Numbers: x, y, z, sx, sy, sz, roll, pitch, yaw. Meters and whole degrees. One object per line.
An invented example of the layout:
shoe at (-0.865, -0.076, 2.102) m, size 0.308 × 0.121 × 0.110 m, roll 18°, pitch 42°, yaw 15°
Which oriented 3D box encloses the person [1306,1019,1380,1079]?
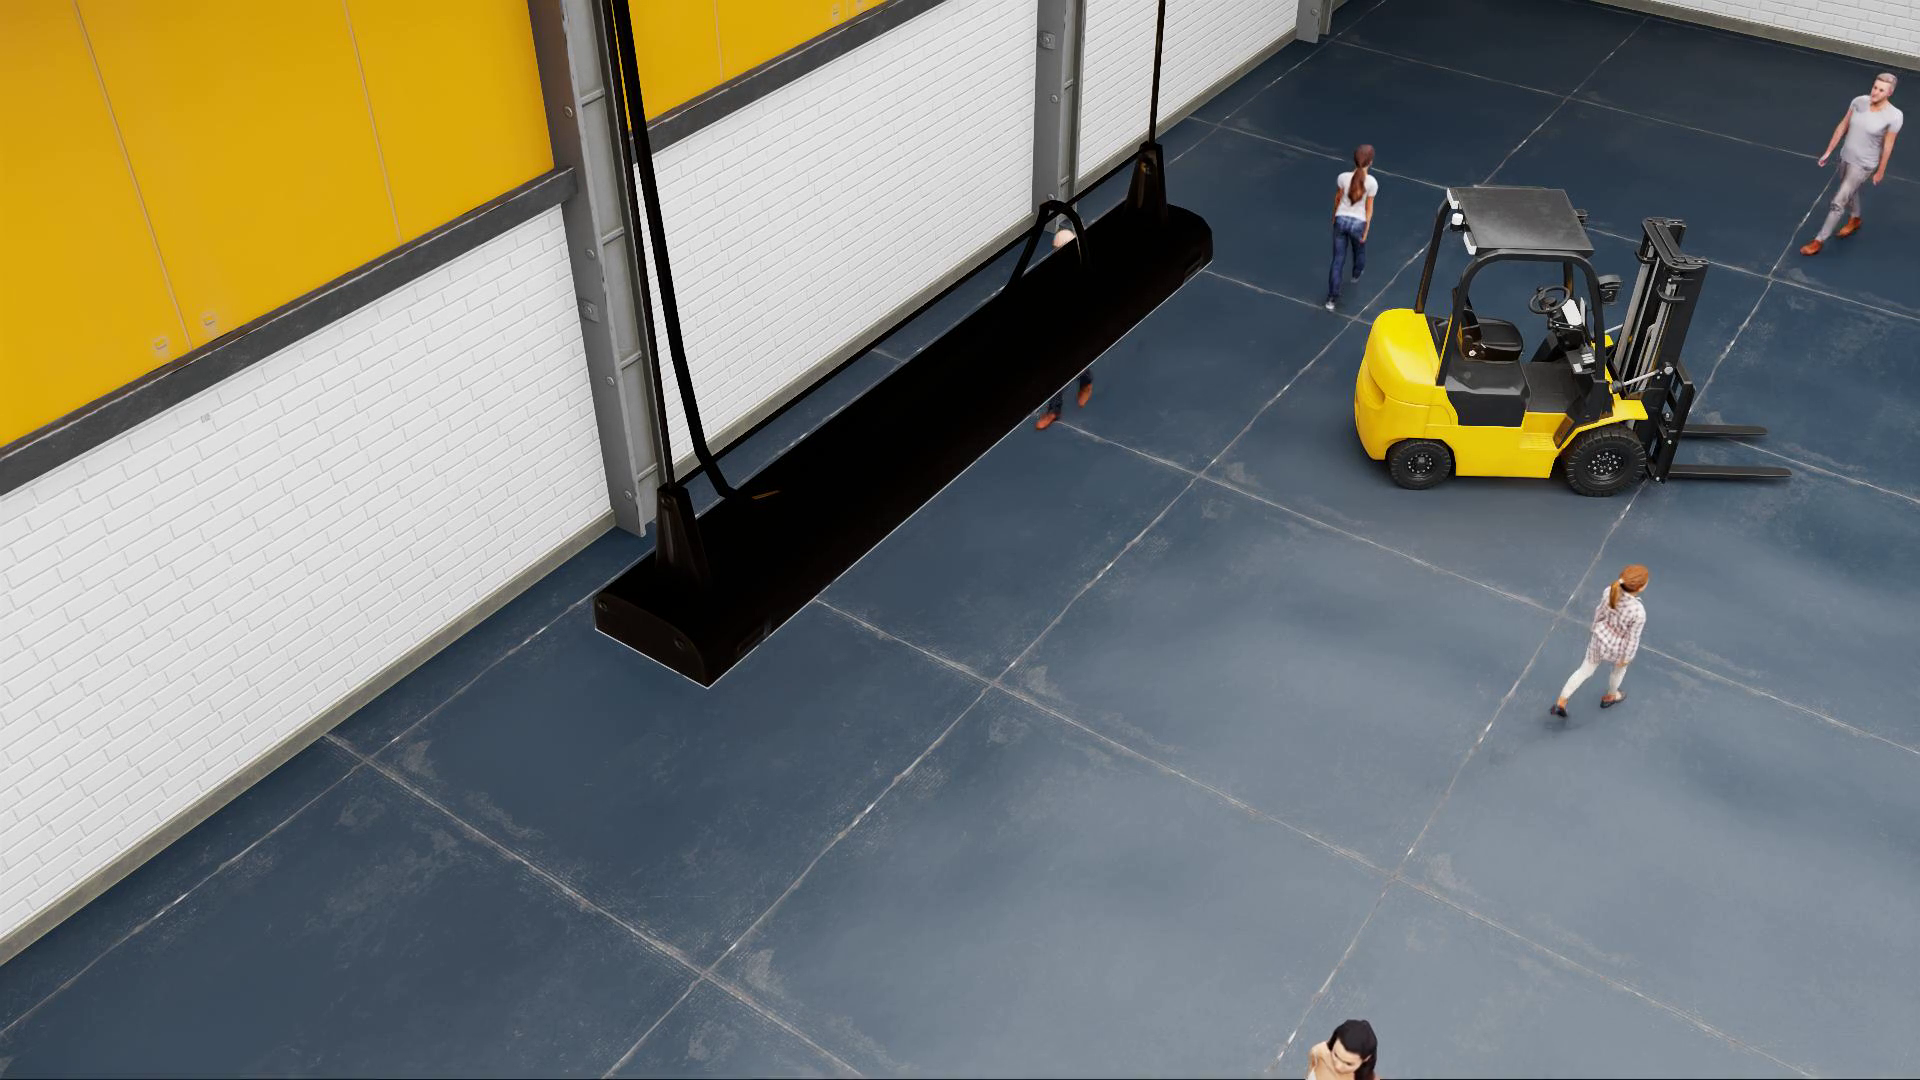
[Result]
person at (1.830, 2.829, 7.986) m, size 1.041 × 1.701 × 0.727 m, roll -31°, pitch 48°, yaw -33°

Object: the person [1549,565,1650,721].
person at (4.252, 0.696, 10.988) m, size 0.990 × 1.288 × 0.779 m, roll -20°, pitch 43°, yaw -23°

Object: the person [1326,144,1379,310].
person at (3.555, -2.849, 15.238) m, size 0.695 × 1.524 × 1.069 m, roll 14°, pitch 41°, yaw 17°

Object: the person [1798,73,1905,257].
person at (8.704, -3.652, 16.033) m, size 1.304 × 1.786 × 1.098 m, roll -16°, pitch 41°, yaw -19°

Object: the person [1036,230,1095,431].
person at (0.889, -1.766, 13.680) m, size 0.652 × 1.777 × 0.881 m, roll 25°, pitch 45°, yaw 28°
